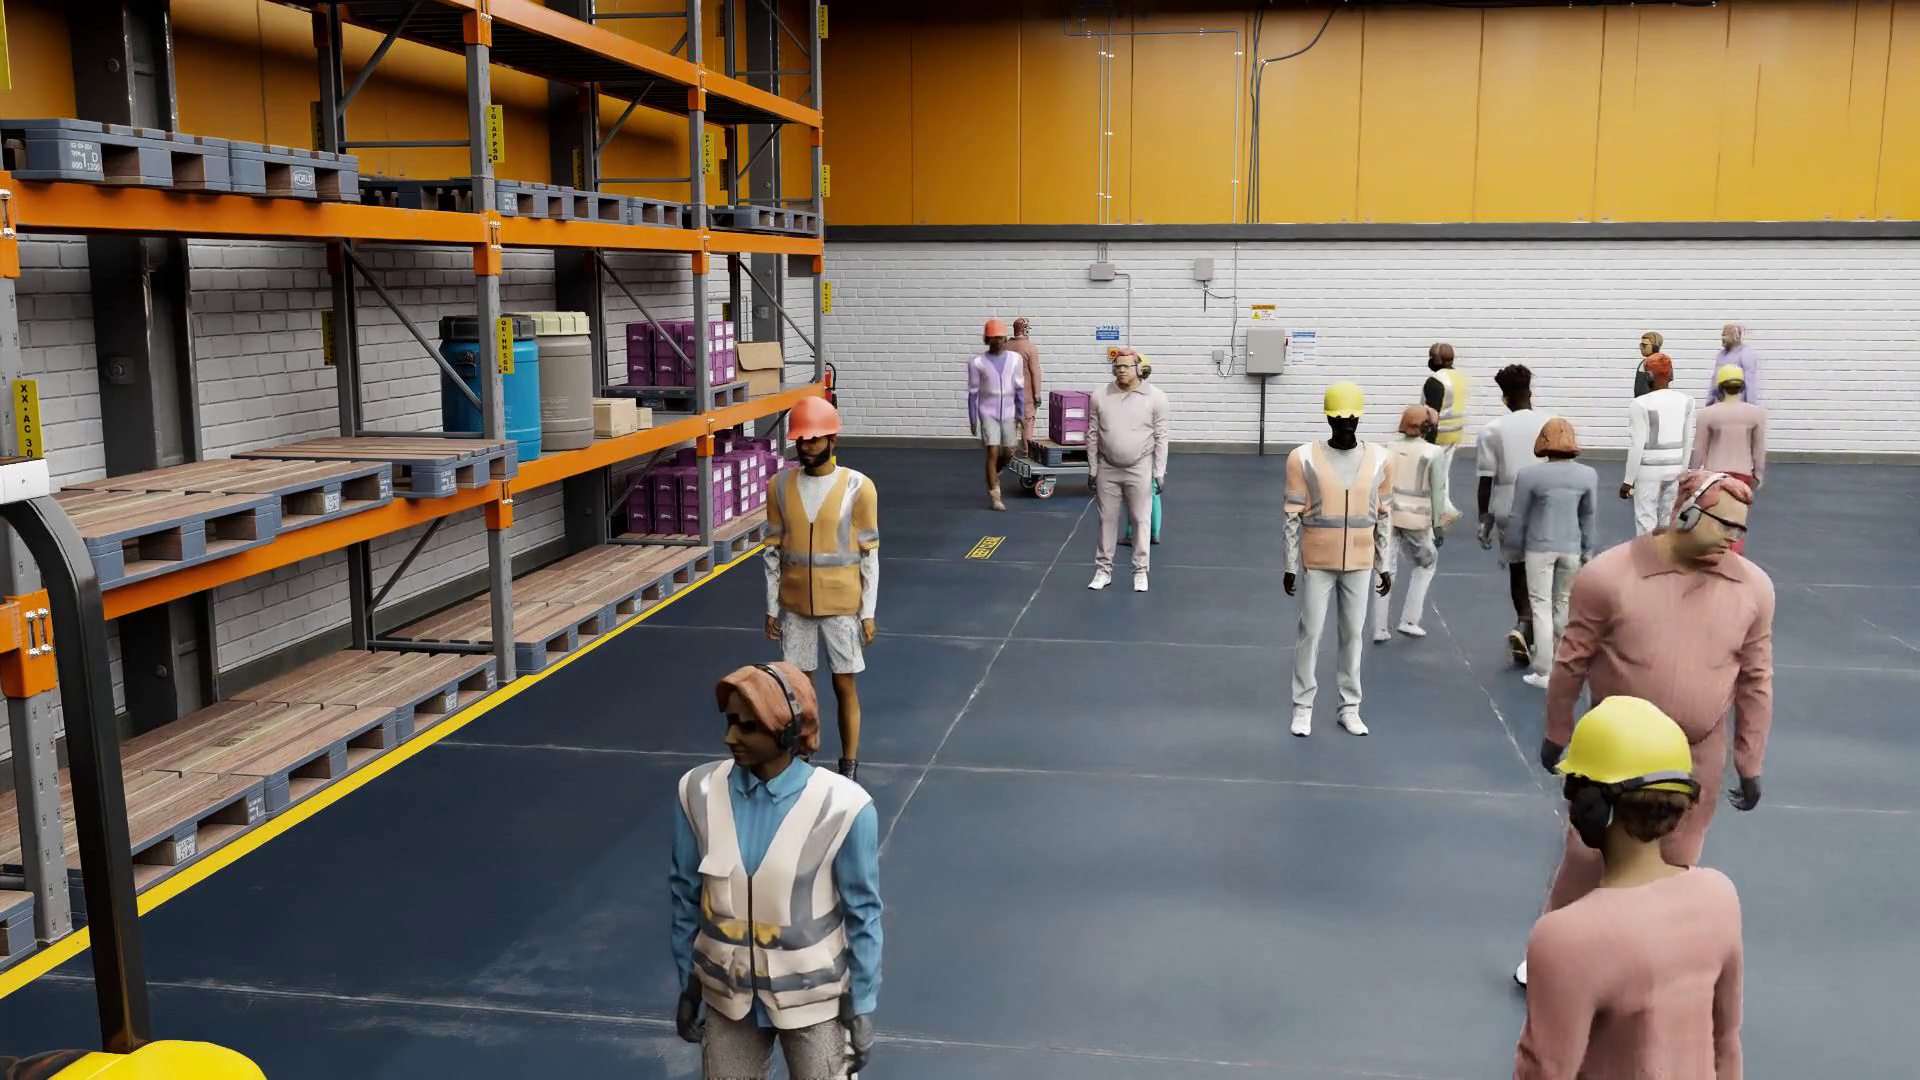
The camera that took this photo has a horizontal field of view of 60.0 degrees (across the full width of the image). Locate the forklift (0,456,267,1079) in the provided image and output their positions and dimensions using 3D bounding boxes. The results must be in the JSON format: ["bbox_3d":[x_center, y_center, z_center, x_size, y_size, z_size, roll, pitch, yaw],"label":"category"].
[{"bbox_3d":[-2.328,0.975,2.765,2.313,2.155,1.214,1,9,9],"label":"forklift"}]

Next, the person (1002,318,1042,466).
[{"bbox_3d":[0.793,-1.878,21.244,0.643,1.909,0.410,8,12,40],"label":"person"}]

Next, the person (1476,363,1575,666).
[{"bbox_3d":[3.630,-0.172,10.708,0.649,1.912,0.906,4,10,24],"label":"person"}]

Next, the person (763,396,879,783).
[{"bbox_3d":[-0.657,0.297,7.735,0.552,1.935,0.373,2,9,13],"label":"person"}]

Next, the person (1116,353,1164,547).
[{"bbox_3d":[1.625,-0.820,15.159,0.533,1.765,0.331,-5,11,-29],"label":"person"}]

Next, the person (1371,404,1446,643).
[{"bbox_3d":[3.009,-0.110,11.202,0.634,1.612,0.574,9,13,44],"label":"person"}]

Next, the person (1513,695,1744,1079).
[{"bbox_3d":[1.184,1.164,3.013,0.627,1.740,0.442,-6,11,-31],"label":"person"}]

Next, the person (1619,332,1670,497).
[{"bbox_3d":[7.515,-1.347,18.158,0.350,1.847,0.506,-2,9,-13],"label":"person"}]

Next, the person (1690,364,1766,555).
[{"bbox_3d":[6.217,-0.550,13.498,0.553,1.750,0.372,2,9,10],"label":"person"}]

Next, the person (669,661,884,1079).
[{"bbox_3d":[-0.425,1.076,3.858,0.515,1.636,0.315,3,10,17],"label":"person"}]

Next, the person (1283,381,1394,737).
[{"bbox_3d":[2.033,0.107,8.937,0.593,1.924,0.384,0,9,-2],"label":"person"}]

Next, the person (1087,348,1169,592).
[{"bbox_3d":[1.294,-0.544,13.014,0.641,1.910,0.401,3,10,19],"label":"person"}]

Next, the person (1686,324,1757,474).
[{"bbox_3d":[9.496,-1.724,20.481,1.011,1.856,0.651,-1,9,-4],"label":"person"}]

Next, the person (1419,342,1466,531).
[{"bbox_3d":[4.574,-0.973,15.906,0.444,1.824,0.647,8,12,40],"label":"person"}]

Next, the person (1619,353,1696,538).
[{"bbox_3d":[5.320,-0.486,12.719,0.572,1.887,0.354,-3,10,-19],"label":"person"}]

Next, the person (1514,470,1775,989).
[{"bbox_3d":[2.329,0.683,5.570,0.698,1.870,0.468,1,9,9],"label":"person"}]

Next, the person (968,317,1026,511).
[{"bbox_3d":[0.369,-1.340,17.569,0.618,2.023,0.695,-3,10,-17],"label":"person"}]

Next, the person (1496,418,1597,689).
[{"bbox_3d":[3.542,0.072,10.104,0.531,1.619,0.559,-1,9,-6],"label":"person"}]
